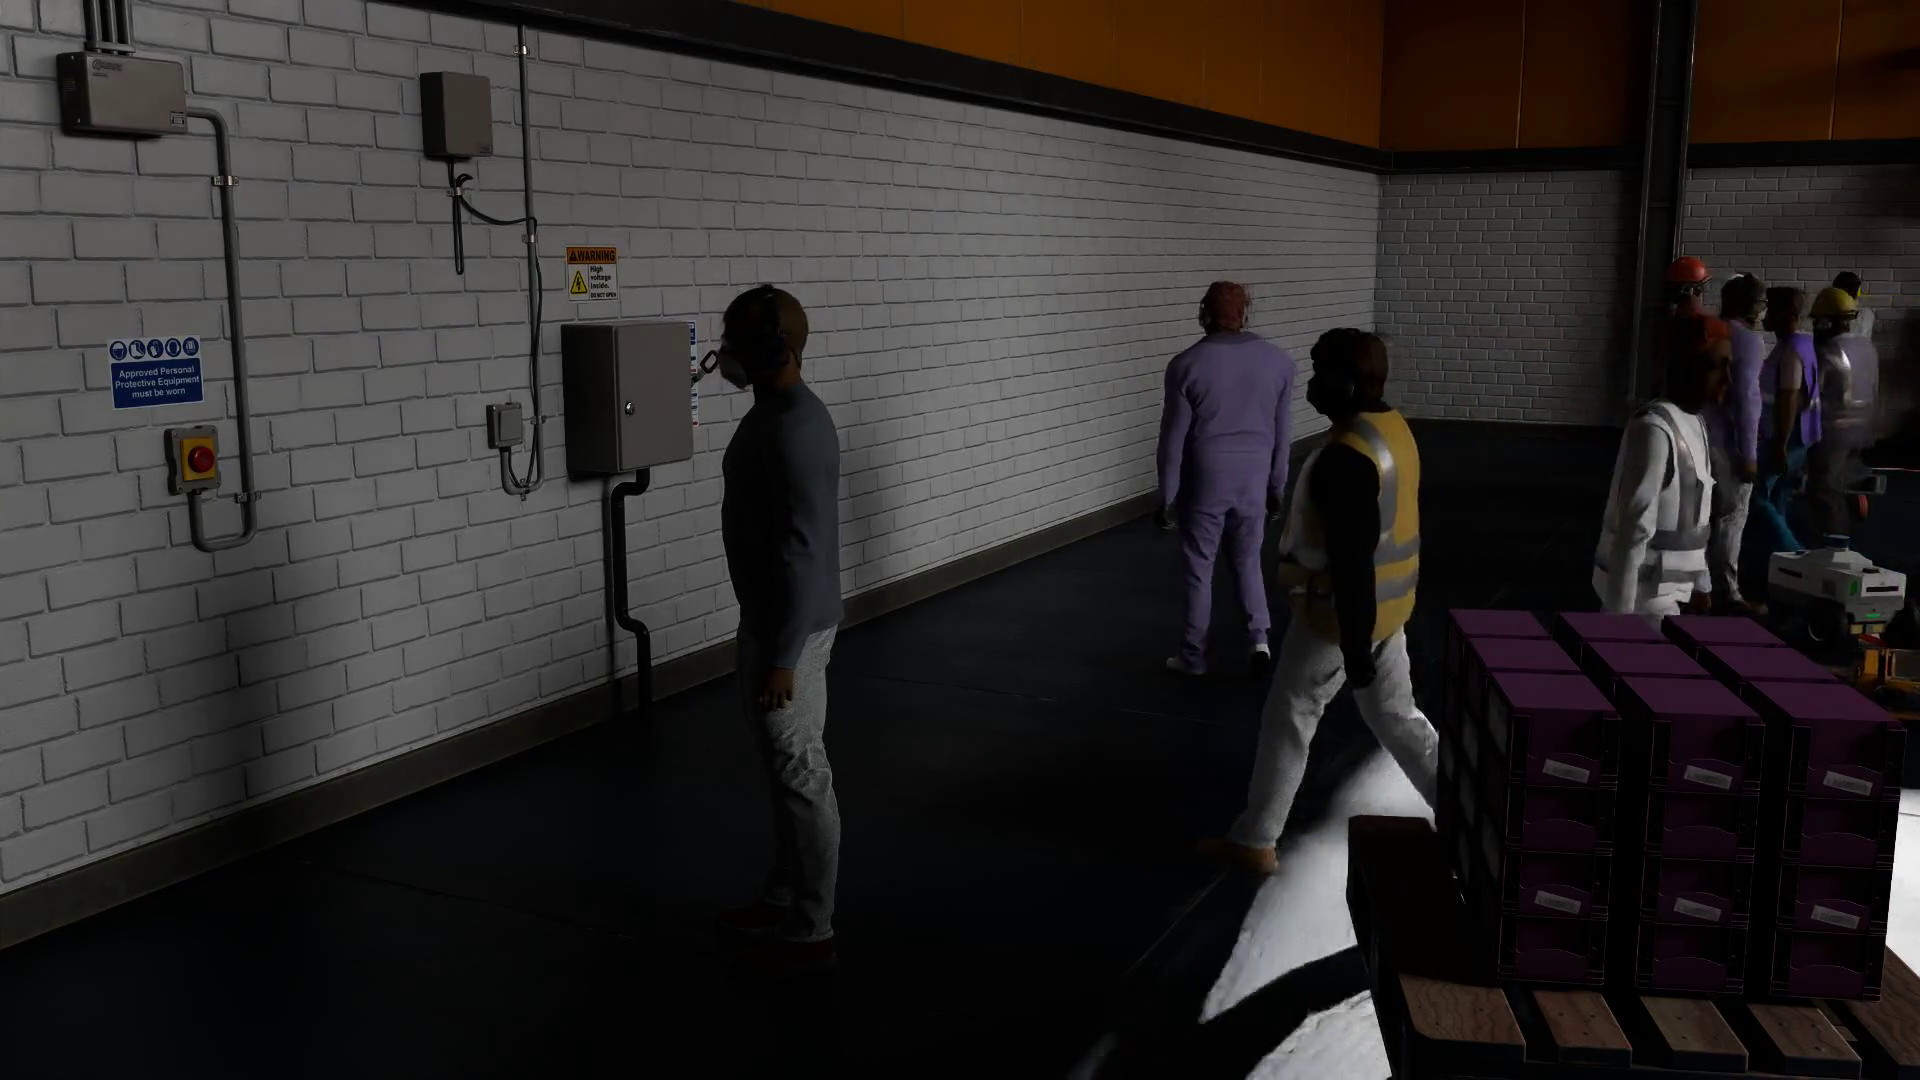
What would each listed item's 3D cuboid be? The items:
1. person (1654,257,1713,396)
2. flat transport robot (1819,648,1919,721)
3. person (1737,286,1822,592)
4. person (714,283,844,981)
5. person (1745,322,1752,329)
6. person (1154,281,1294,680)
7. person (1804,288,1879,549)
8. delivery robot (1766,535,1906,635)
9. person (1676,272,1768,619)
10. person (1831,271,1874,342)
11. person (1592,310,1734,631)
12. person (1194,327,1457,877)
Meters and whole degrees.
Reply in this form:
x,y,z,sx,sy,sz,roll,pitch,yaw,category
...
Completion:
x,y,z,sx,sy,sz,roll,pitch,yaw,category
4.952,-0.940,11.451,0.377,1.995,0.612,4,10,20,person
4.465,0.670,7.116,1.431,0.197,0.652,5,11,29,flat transport robot
4.861,-0.580,9.841,0.427,1.831,0.603,5,11,27,person
-0.515,0.258,4.680,0.372,1.940,0.632,-2,10,-13,person
6.637,-1.243,14.366,0.838,1.580,0.549,-2,10,-12,person
1.242,-0.256,7.809,0.692,1.891,0.565,-2,10,-14,person
5.259,-0.616,10.112,0.629,1.810,0.518,-7,12,-34,person
4.546,0.216,8.650,0.477,0.478,0.707,-2,10,-10,delivery robot
4.232,-0.516,9.258,0.542,1.918,0.630,-2,10,-12,person
7.496,-1.344,14.163,0.528,1.865,0.313,-3,10,-14,person
2.366,0.173,5.448,0.977,1.826,0.724,6,11,30,person
1.283,0.227,5.283,0.961,1.804,0.622,6,11,29,person
